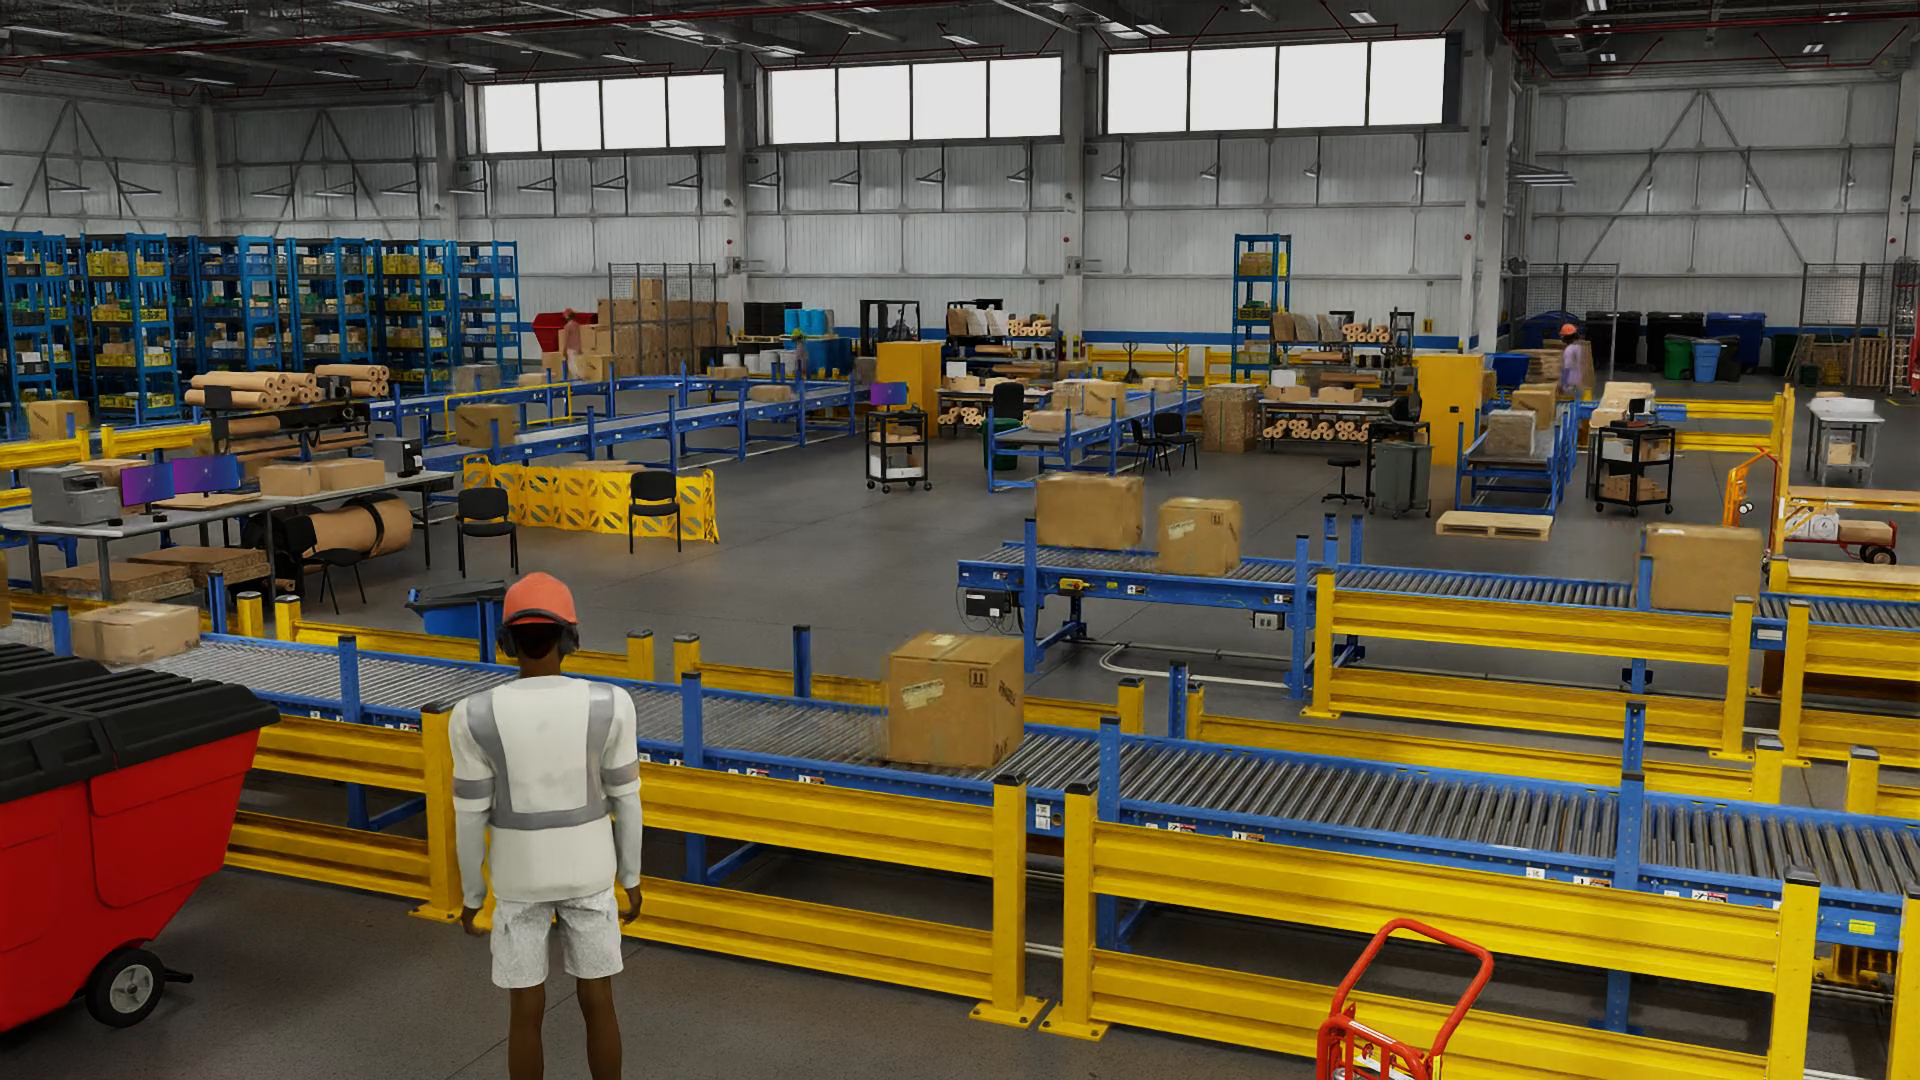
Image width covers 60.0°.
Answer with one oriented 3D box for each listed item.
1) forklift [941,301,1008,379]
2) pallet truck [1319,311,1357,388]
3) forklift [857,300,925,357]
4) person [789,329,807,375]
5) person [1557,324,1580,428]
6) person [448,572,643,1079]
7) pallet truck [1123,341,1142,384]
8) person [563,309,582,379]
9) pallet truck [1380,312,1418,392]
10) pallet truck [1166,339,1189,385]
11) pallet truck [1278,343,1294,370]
[{"bbox_3d":[0.365,-4.966,41.571,1.157,1.987,2.680,3,10,20],"label":"forklift"},{"bbox_3d":[9.071,-4.419,39.190,0.823,1.965,1.885,5,10,26],"label":"pallet truck"},{"bbox_3d":[-1.732,-5.109,42.468,1.157,1.987,2.680,4,10,22],"label":"forklift"},{"bbox_3d":[-3.397,-3.522,34.593,0.913,1.724,0.541,-1,9,-8],"label":"person"},{"bbox_3d":[10.567,-2.751,28.986,0.415,2.029,0.650,6,11,32],"label":"person"},{"bbox_3d":[-1.362,1.116,5.542,0.605,2.034,0.391,-3,10,-15],"label":"person"},{"bbox_3d":[4.445,-4.380,41.279,0.680,1.201,1.601,4,10,22],"label":"pallet truck"},{"bbox_3d":[-9.642,-4.745,41.252,0.473,1.963,0.710,3,10,17],"label":"person"},{"bbox_3d":[10.207,-4.283,38.369,0.823,1.965,1.885,3,10,20],"label":"pallet truck"},{"bbox_3d":[5.418,-4.269,40.420,0.704,1.261,1.522,3,10,20],"label":"pallet truck"},{"bbox_3d":[7.886,-4.163,39.743,0.653,1.274,1.630,4,10,22],"label":"pallet truck"}]
